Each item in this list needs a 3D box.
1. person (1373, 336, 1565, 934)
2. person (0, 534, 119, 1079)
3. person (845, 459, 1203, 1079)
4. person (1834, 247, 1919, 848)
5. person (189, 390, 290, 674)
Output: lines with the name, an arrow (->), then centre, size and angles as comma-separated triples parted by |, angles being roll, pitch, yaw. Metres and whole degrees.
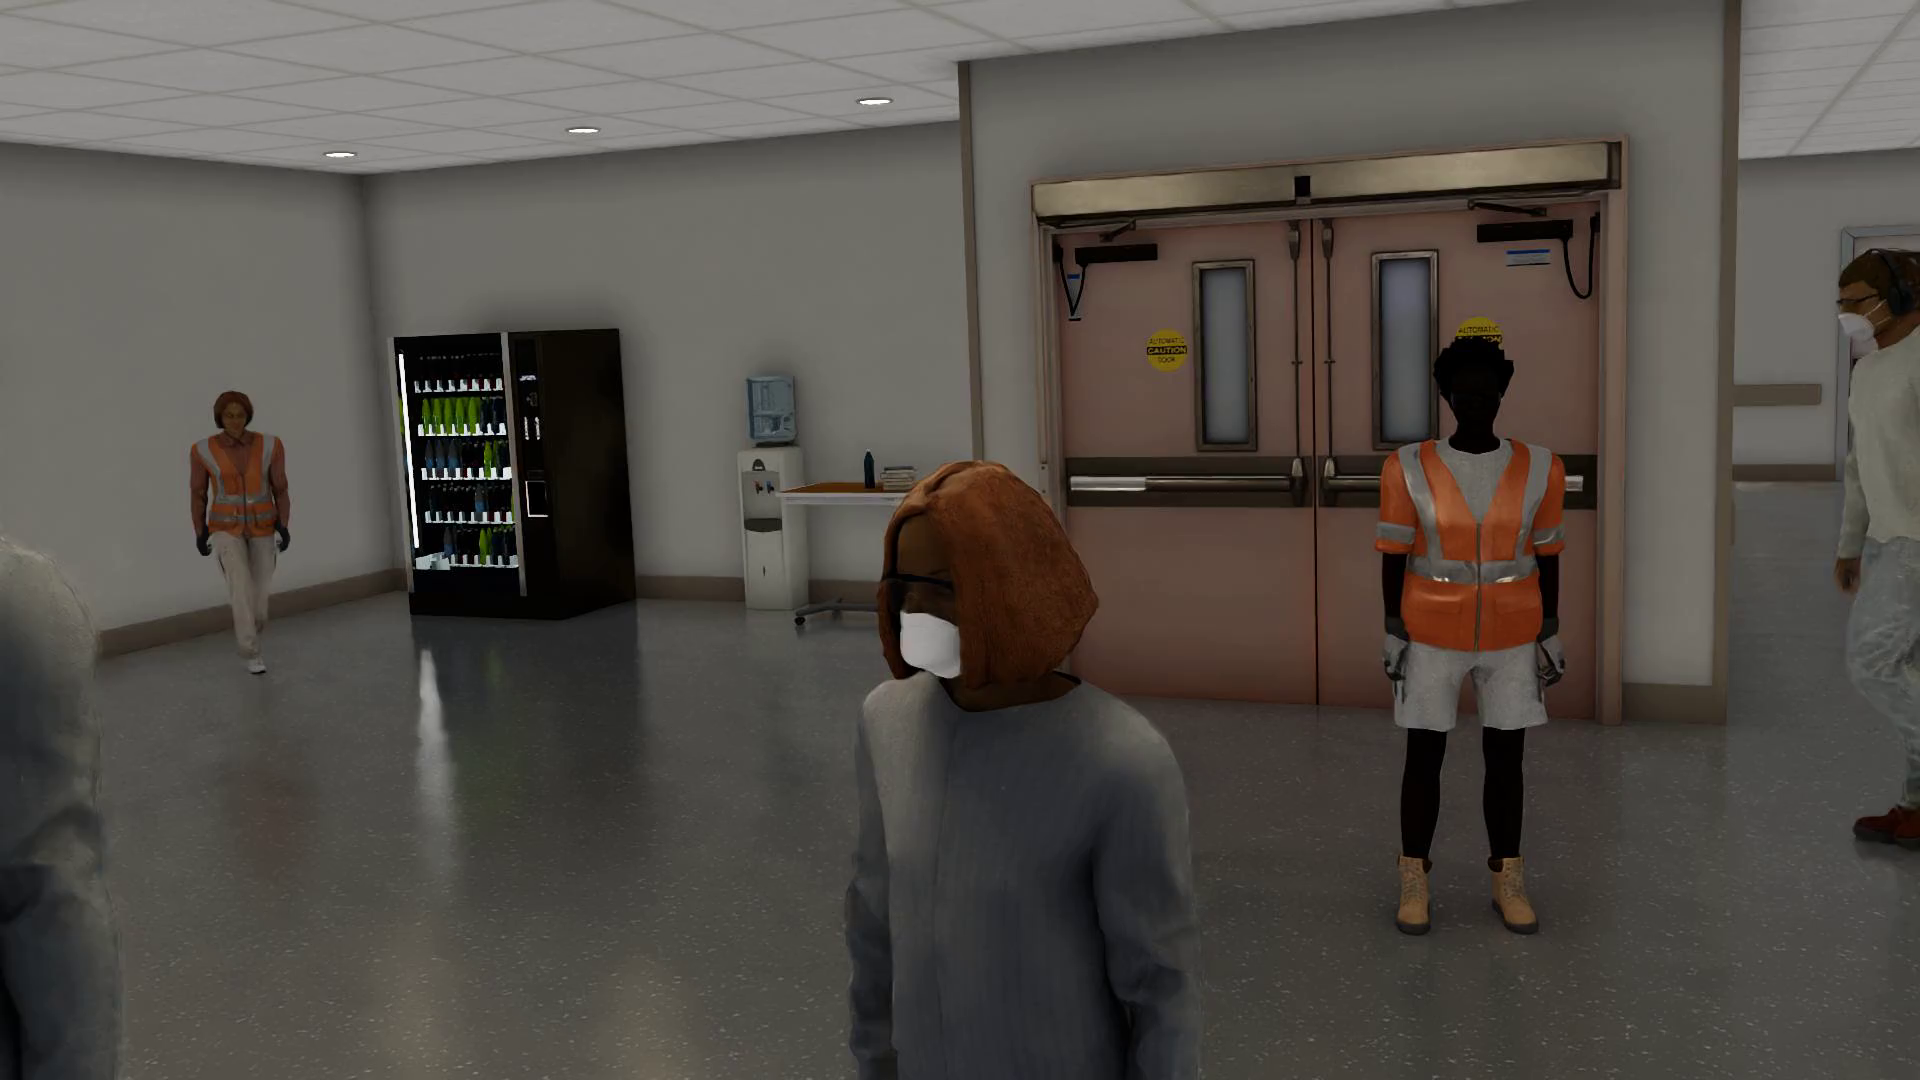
person -> 1.450, 0.275, 4.724 | 0.529, 1.697, 0.321 | -1, 7, 8
person -> -1.218, 0.650, 1.800 | 0.628, 1.932, 0.370 | -4, 7, -9
person -> 0.061, 0.715, 2.017 | 0.507, 1.631, 0.268 | 4, 10, 41
person -> 2.992, 0.031, 5.286 | 0.438, 1.915, 0.664 | -1, 8, 10
person -> -4.114, -0.070, 9.513 | 0.518, 1.590, 0.821 | -7, 9, -30
